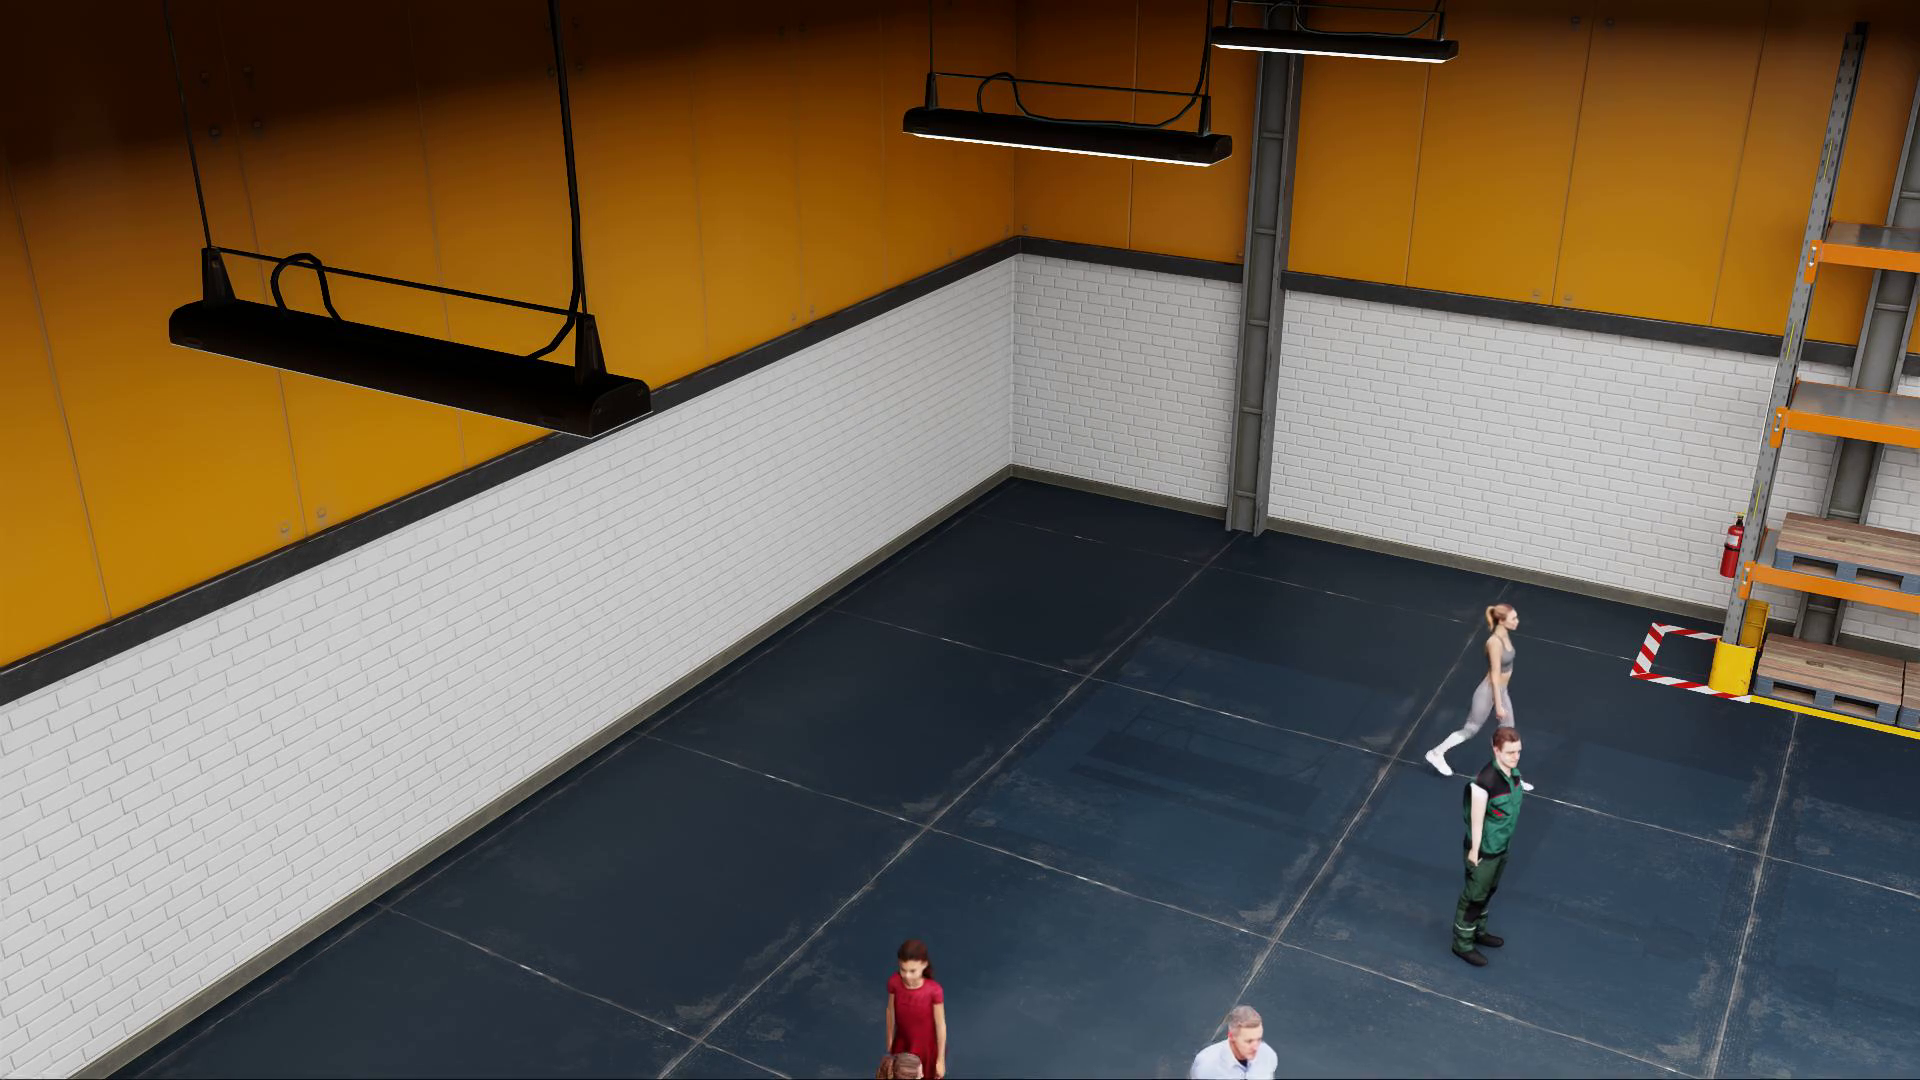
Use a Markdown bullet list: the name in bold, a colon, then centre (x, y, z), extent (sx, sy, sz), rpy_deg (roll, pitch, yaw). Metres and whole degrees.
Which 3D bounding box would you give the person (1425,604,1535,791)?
- **person**: centre (4.370, 1.314, 13.968), extent (1.144, 1.666, 0.630), rpy_deg (16, 28, 32)

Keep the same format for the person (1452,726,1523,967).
- **person**: centre (3.767, 2.146, 11.849), extent (0.642, 1.840, 0.679), rpy_deg (19, 30, 37)

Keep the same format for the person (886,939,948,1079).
- **person**: centre (-0.229, 3.030, 10.207), extent (0.649, 1.535, 0.712), rpy_deg (5, 24, 10)

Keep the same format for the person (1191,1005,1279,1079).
- **person**: centre (1.444, 3.288, 9.268), extent (0.843, 1.813, 0.887), rpy_deg (-9, 25, -20)
